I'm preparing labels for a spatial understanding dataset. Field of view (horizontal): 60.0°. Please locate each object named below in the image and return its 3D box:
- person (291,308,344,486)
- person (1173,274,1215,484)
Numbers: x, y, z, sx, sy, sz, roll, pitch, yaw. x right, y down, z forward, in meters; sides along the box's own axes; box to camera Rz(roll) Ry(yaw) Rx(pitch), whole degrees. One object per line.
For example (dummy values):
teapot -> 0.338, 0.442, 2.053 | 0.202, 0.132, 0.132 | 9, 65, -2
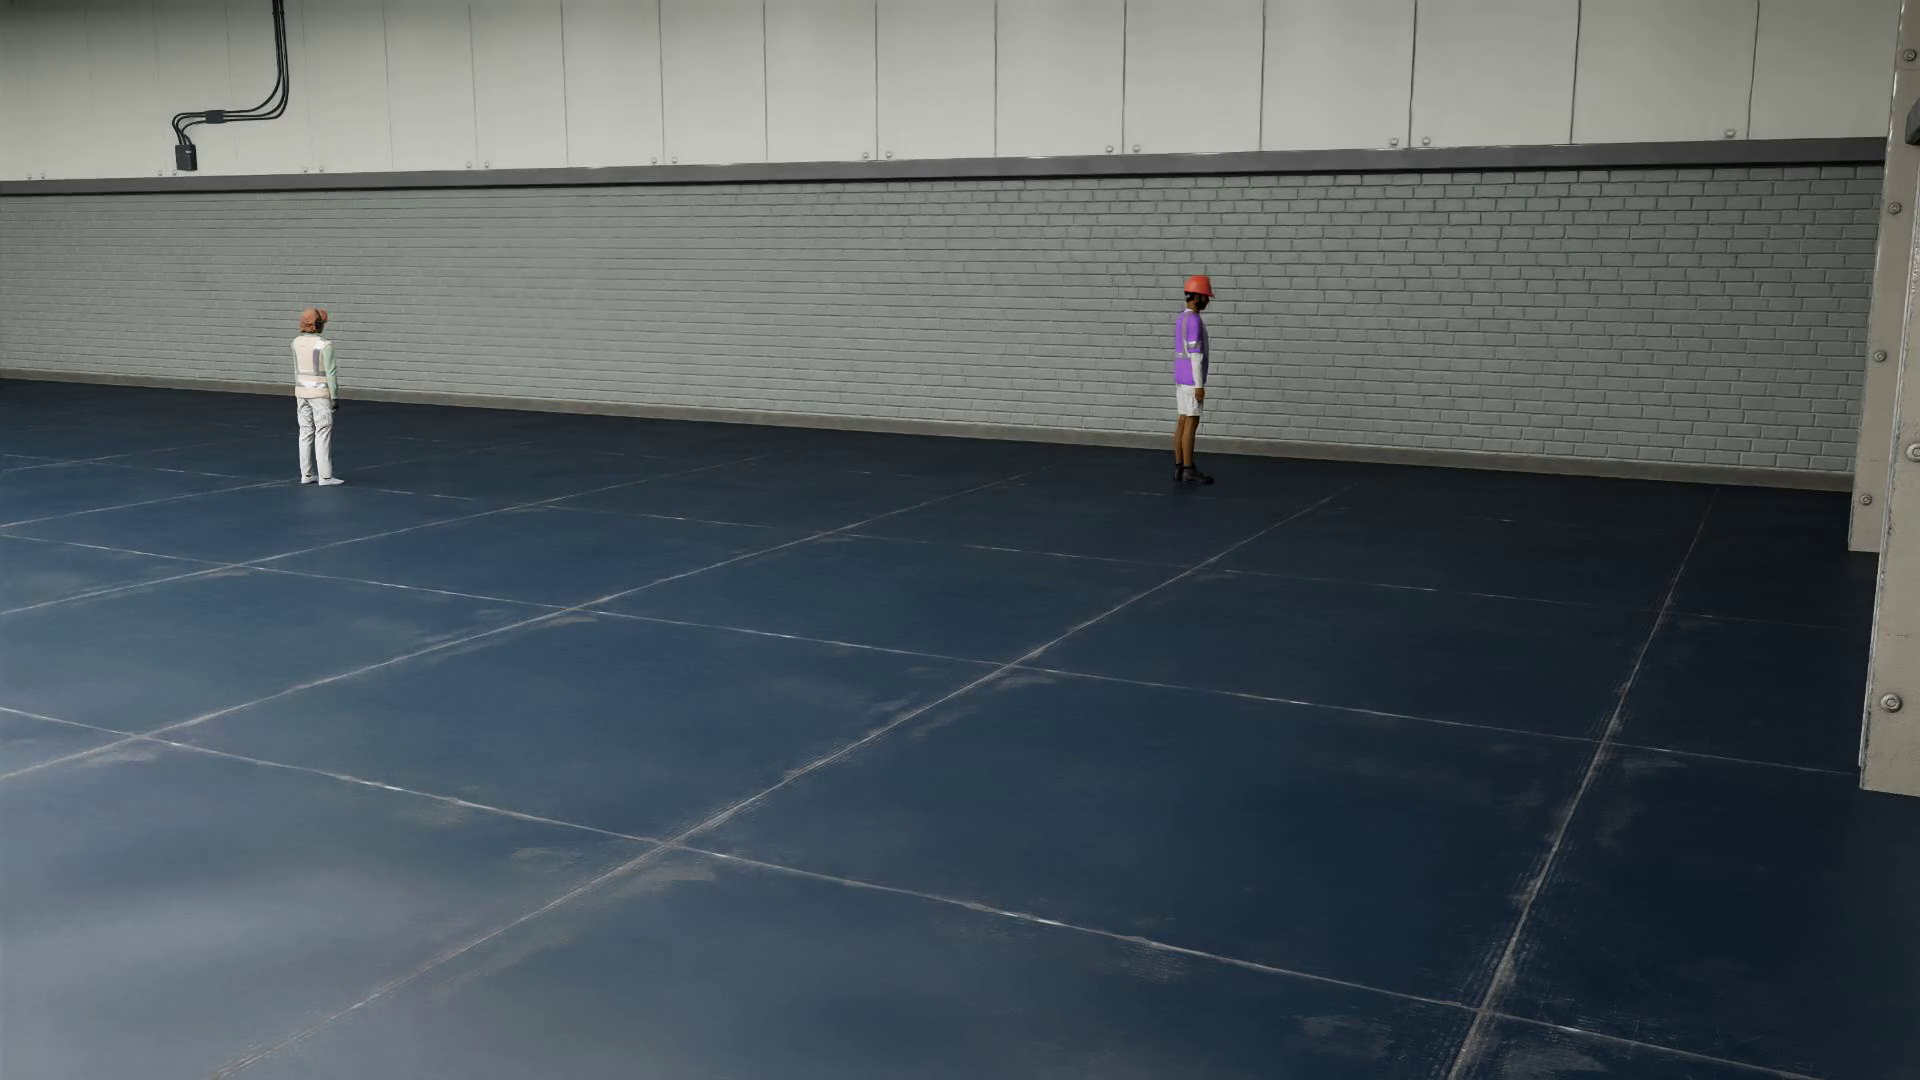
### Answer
person -> -5.924, -1.309, 15.304 | 0.509, 1.629, 0.316 | 5, 12, 26
person -> 2.170, -1.485, 15.433 | 0.359, 1.936, 0.544 | -1, 10, -7
